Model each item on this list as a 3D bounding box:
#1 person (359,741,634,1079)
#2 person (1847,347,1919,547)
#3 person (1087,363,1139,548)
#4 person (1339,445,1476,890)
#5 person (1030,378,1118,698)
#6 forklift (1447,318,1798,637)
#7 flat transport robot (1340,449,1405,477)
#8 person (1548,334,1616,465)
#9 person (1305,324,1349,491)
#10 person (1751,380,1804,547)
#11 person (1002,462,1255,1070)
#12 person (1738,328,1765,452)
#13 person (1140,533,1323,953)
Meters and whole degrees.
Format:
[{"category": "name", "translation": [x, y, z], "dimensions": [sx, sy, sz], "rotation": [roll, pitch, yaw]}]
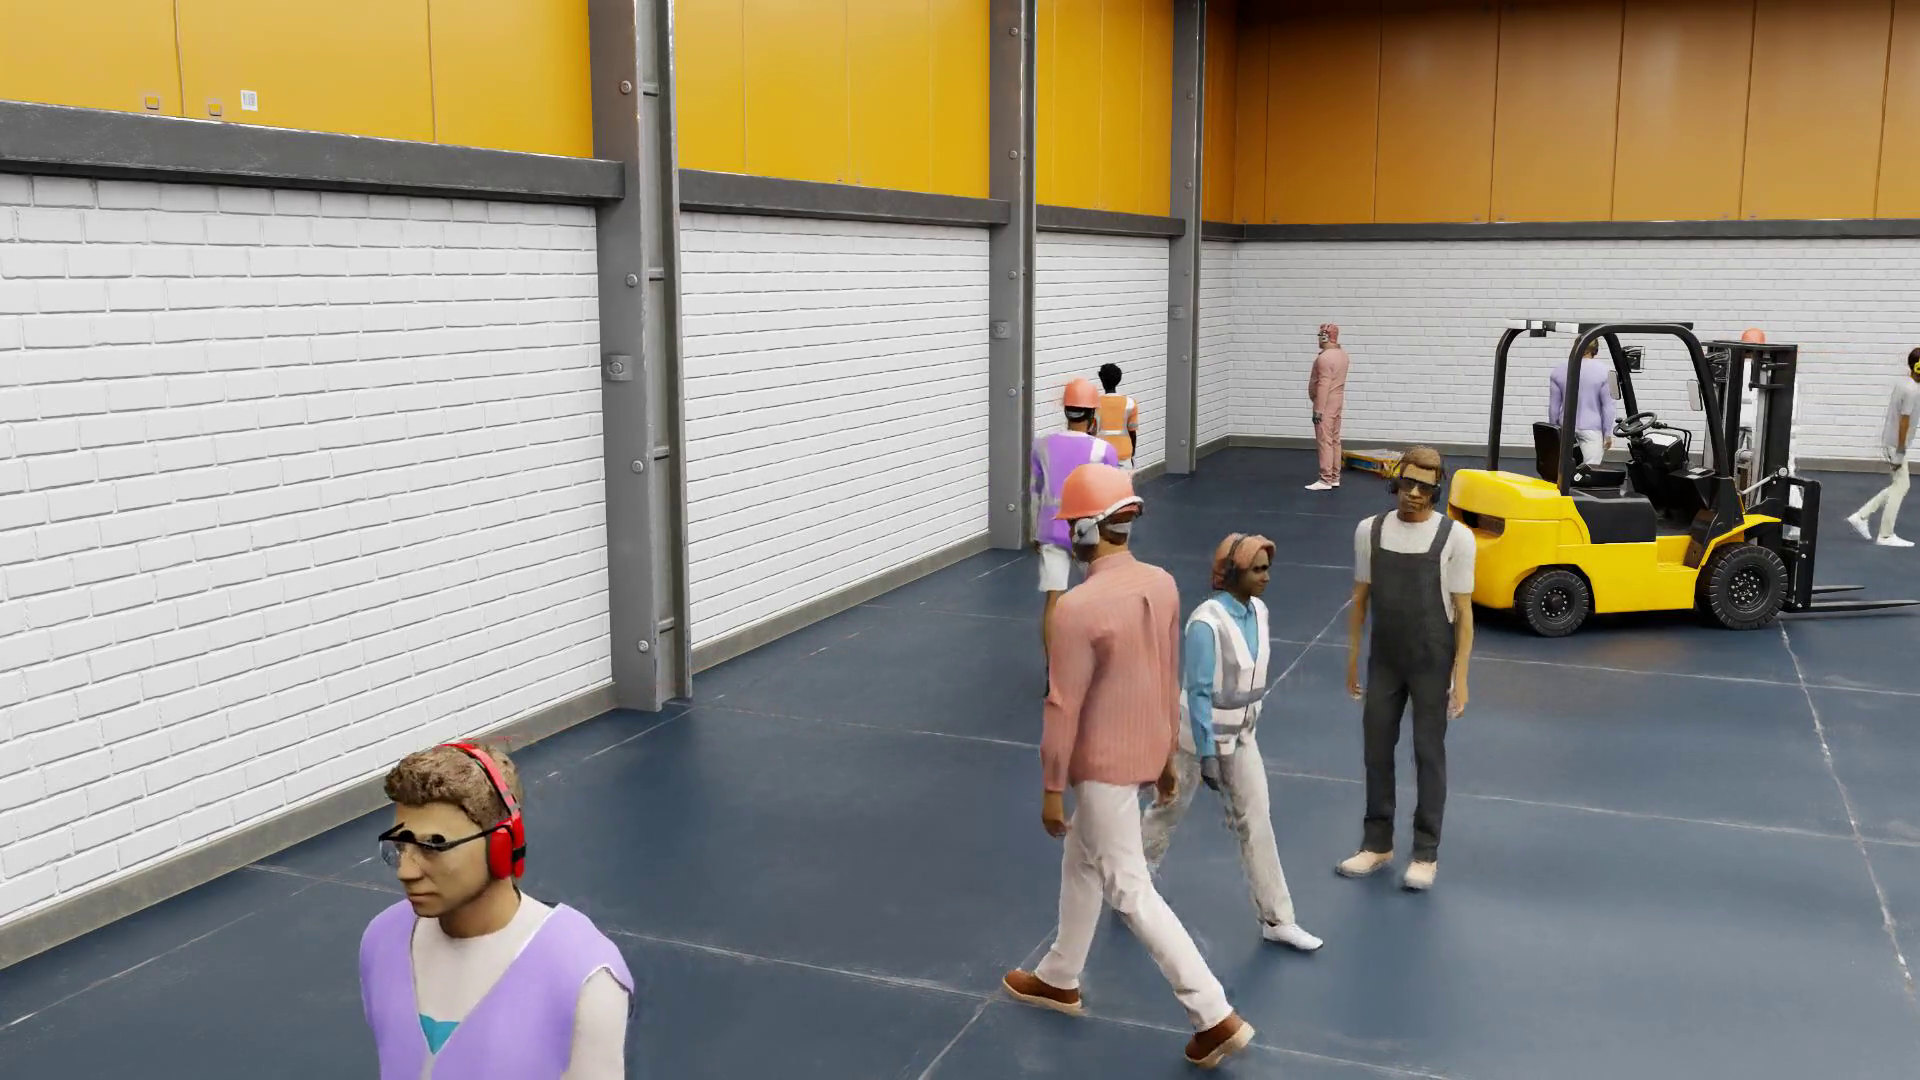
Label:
[{"category": "person", "translation": [-0.746, 1.203, 2.836], "dimensions": [0.572, 1.821, 0.852], "rotation": [5, 10, 26]}, {"category": "person", "translation": [8.542, -0.848, 15.205], "dimensions": [0.549, 1.838, 0.548], "rotation": [4, 10, 22]}, {"category": "person", "translation": [1.362, -0.756, 15.090], "dimensions": [0.532, 1.691, 0.320], "rotation": [-1, 9, -6]}, {"category": "person", "translation": [1.856, 0.526, 6.886], "dimensions": [0.567, 1.831, 0.372], "rotation": [7, 12, 36]}, {"category": "person", "translation": [0.695, -0.034, 10.103], "dimensions": [0.570, 1.883, 0.978], "rotation": [3, 10, 17]}, {"category": "forklift", "translation": [4.706, -0.497, 11.990], "dimensions": [2.313, 2.155, 1.214], "rotation": [-2, 10, -10]}, {"category": "flat transport robot", "translation": [5.270, -0.968, 20.655], "dimensions": [0.652, 0.197, 1.431], "rotation": [-3, 10, -16]}, {"category": "person", "translation": [6.014, -1.049, 16.108], "dimensions": [0.627, 1.940, 0.375], "rotation": [8, 12, 40]}, {"category": "person", "translation": [4.191, -1.522, 19.068], "dimensions": [0.407, 1.906, 0.655], "rotation": [6, 11, 33]}, {"category": "person", "translation": [7.482, -0.861, 15.297], "dimensions": [0.586, 1.829, 1.004], "rotation": [-3, 10, -18]}, {"category": "person", "translation": [0.551, 0.722, 5.398], "dimensions": [1.007, 1.945, 0.623], "rotation": [7, 12, 37]}, {"category": "person", "translation": [8.080, -1.206, 17.072], "dimensions": [0.544, 1.936, 0.359], "rotation": [8, 12, 40]}, {"category": "person", "translation": [0.952, 0.743, 6.307], "dimensions": [0.847, 1.584, 0.521], "rotation": [9, 13, 44]}]
